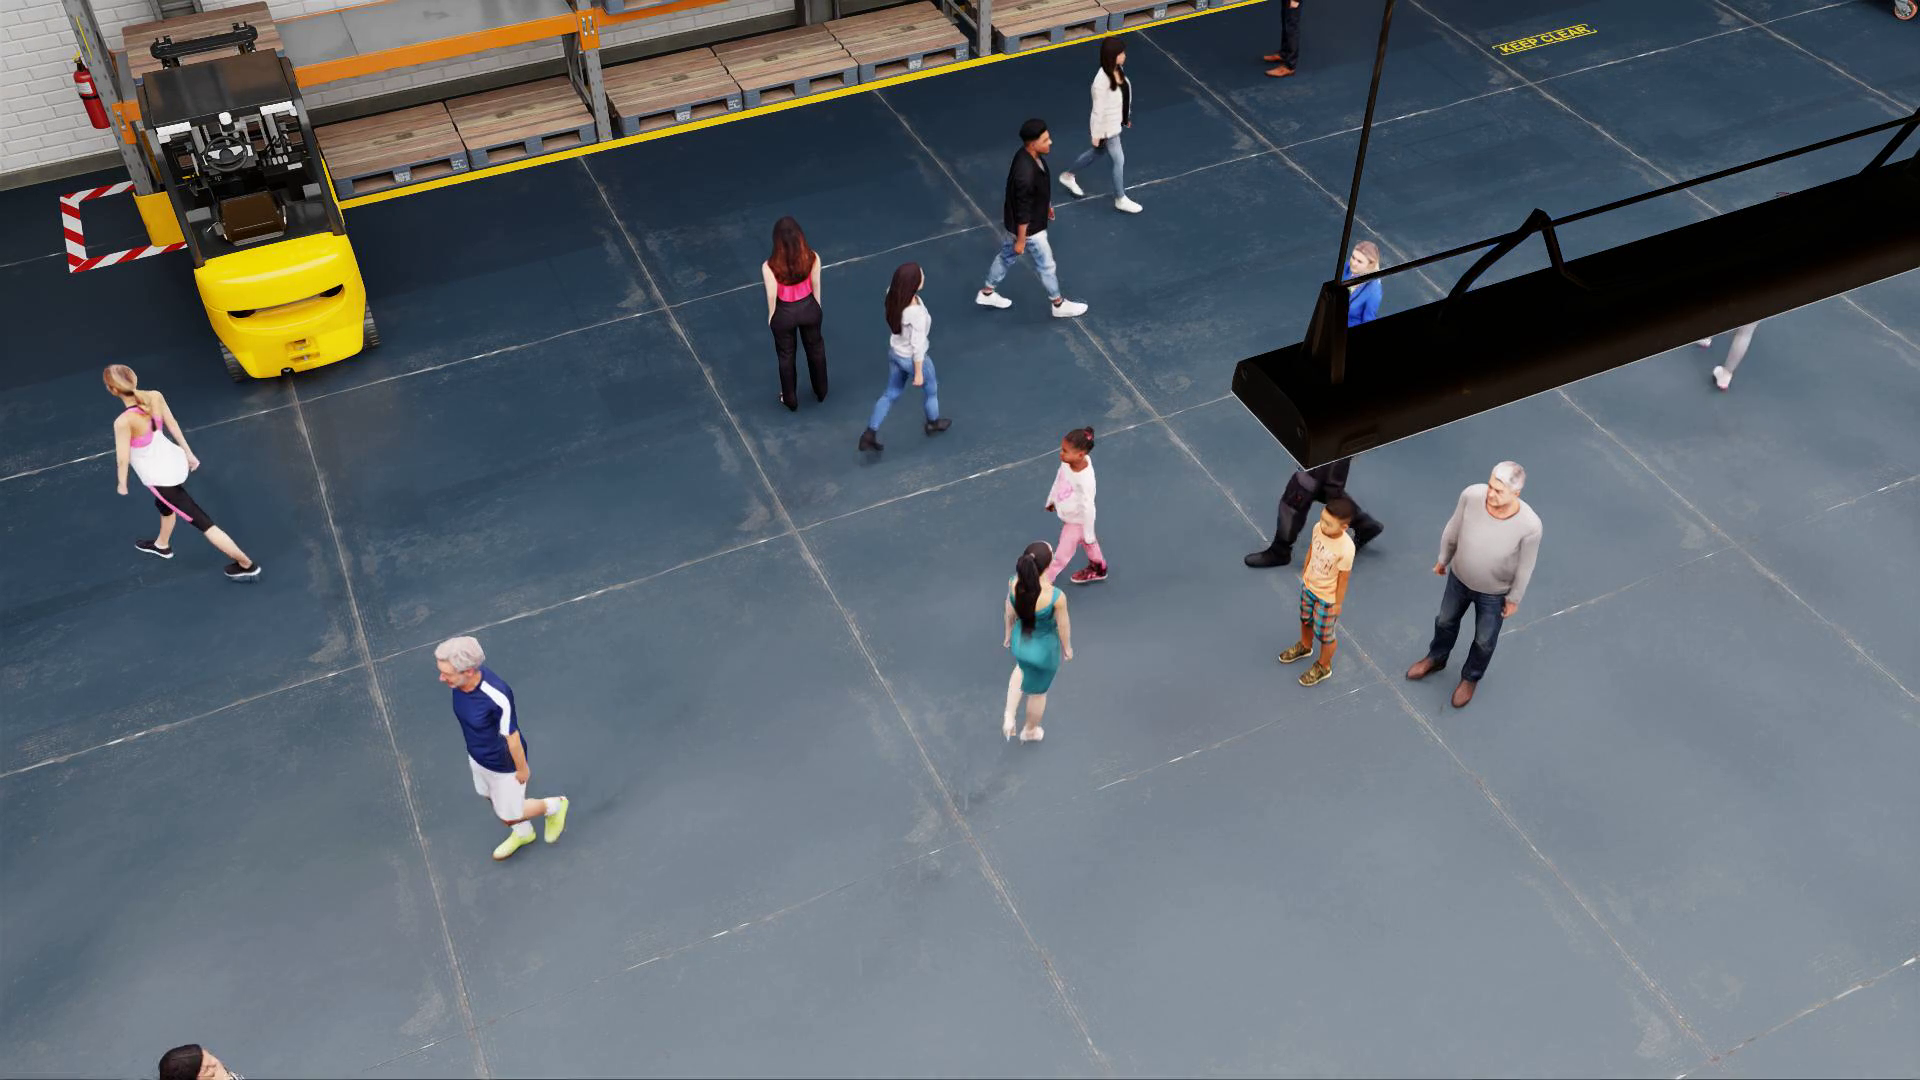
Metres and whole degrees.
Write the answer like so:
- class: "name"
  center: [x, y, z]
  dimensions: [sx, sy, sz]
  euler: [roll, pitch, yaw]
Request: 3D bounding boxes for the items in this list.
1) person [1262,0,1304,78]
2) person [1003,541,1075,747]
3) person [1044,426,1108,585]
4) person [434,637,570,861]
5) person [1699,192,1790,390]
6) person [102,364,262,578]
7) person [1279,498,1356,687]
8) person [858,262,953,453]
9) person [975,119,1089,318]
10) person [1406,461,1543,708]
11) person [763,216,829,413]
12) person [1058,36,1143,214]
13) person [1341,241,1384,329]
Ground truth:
- class: "person"
  center: [3.259, -5.420, 16.219]
  dimensions: [0.735, 1.798, 0.771]
  euler: [0, 44, 0]
- class: "person"
  center: [0.405, 0.693, 9.888]
  dimensions: [0.696, 1.679, 0.754]
  euler: [26, 49, 25]
- class: "person"
  center: [0.836, -0.191, 11.007]
  dimensions: [1.006, 1.415, 0.691]
  euler: [-10, 45, -11]
- class: "person"
  center: [-2.529, 1.140, 9.314]
  dimensions: [0.807, 1.823, 0.863]
  euler: [27, 50, 26]
- class: "person"
  center: [6.015, -1.859, 12.637]
  dimensions: [1.009, 1.581, 0.978]
  euler: [6, 44, 6]
- class: "person"
  center: [-5.145, -0.383, 10.980]
  dimensions: [1.239, 1.730, 1.085]
  euler: [8, 44, 9]
- class: "person"
  center: [2.296, 0.302, 10.458]
  dimensions: [0.516, 1.459, 0.536]
  euler: [-23, 48, -23]
- class: "person"
  center: [-0.446, -1.277, 12.017]
  dimensions: [1.082, 1.595, 0.744]
  euler: [-27, 50, -26]
- class: "person"
  center: [0.443, -2.535, 13.212]
  dimensions: [1.274, 1.768, 1.054]
  euler: [2, 44, 2]
- class: "person"
  center: [3.199, 0.237, 10.201]
  dimensions: [0.821, 1.908, 0.768]
  euler: [34, 53, 31]
- class: "person"
  center: [-1.224, -1.689, 12.398]
  dimensions: [0.464, 1.666, 0.647]
  euler: [-15, 46, -15]
- class: "person"
  center: [1.213, -3.644, 14.495]
  dimensions: [1.109, 1.604, 1.045]
  euler: [13, 45, 14]
- class: "person"
  center: [2.926, -1.477, 12.175]
  dimensions: [1.030, 1.666, 0.708]
  euler: [-22, 48, -22]
